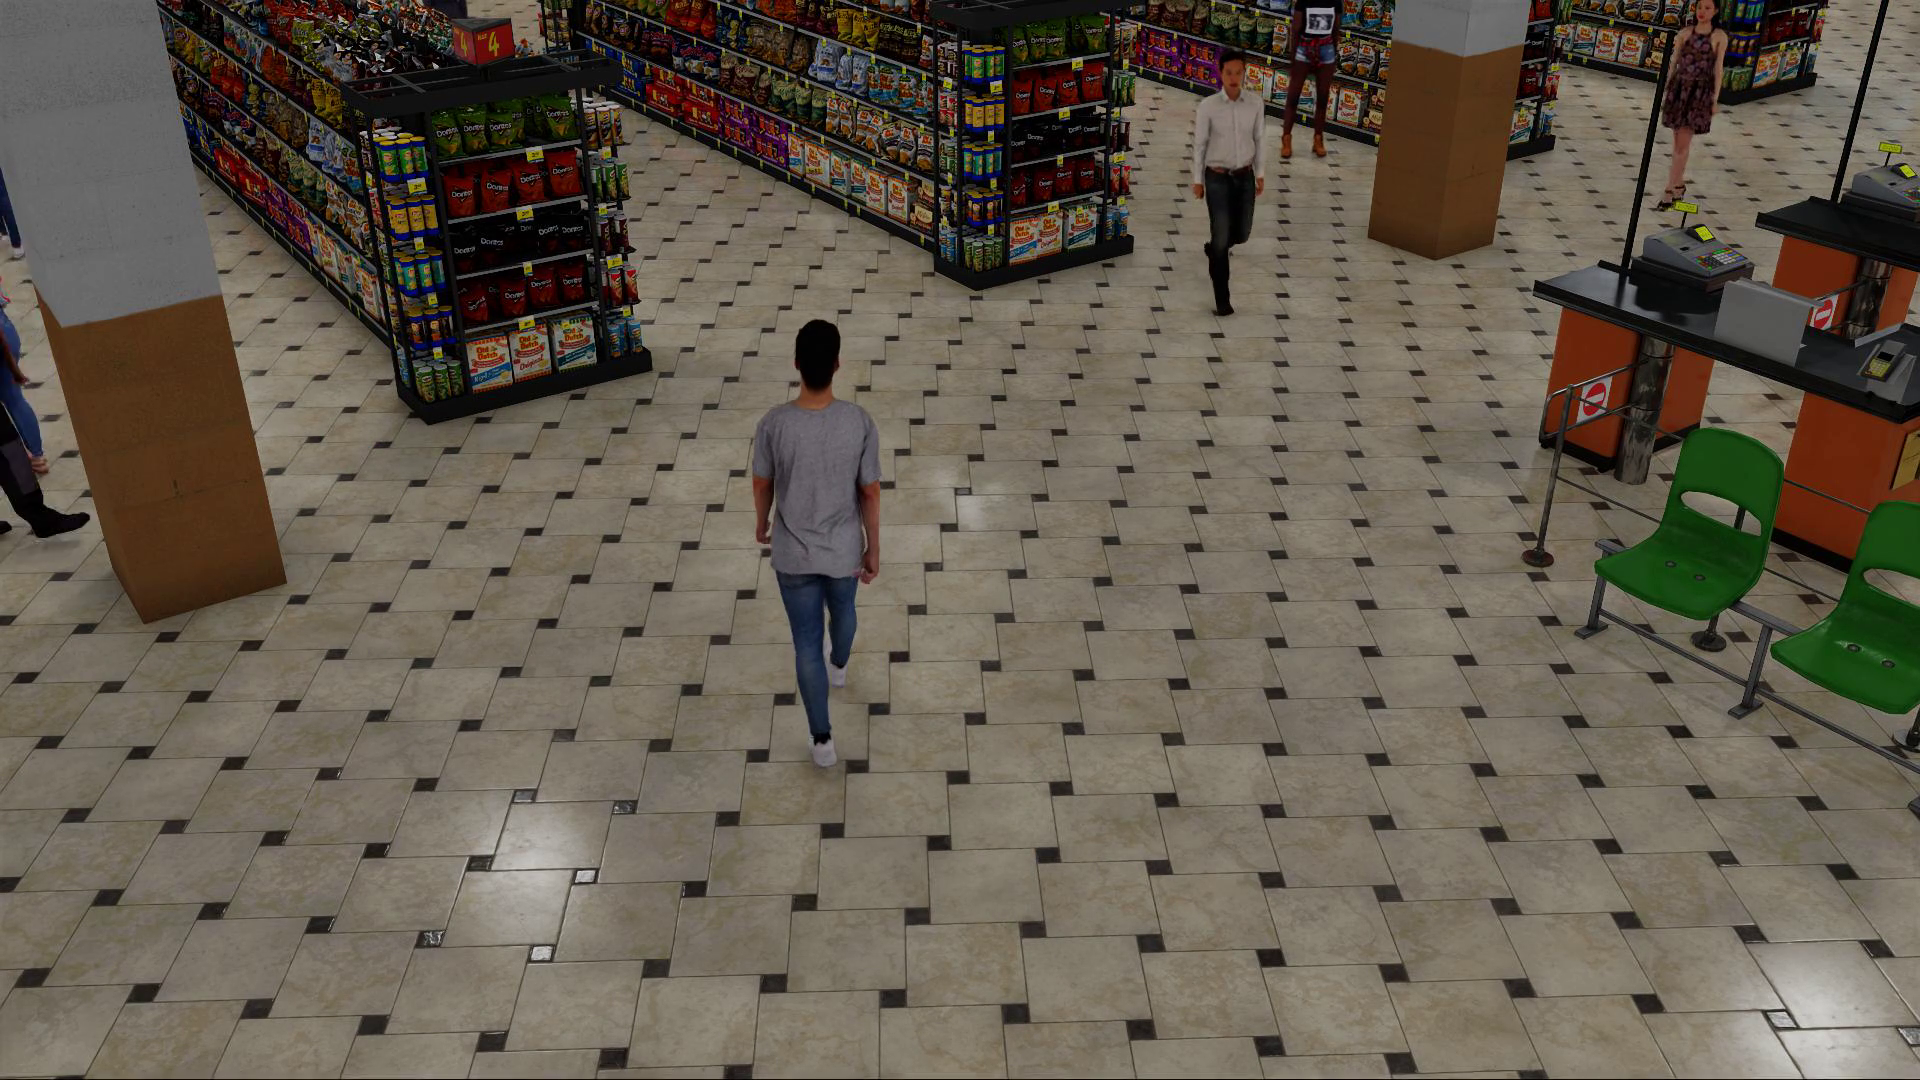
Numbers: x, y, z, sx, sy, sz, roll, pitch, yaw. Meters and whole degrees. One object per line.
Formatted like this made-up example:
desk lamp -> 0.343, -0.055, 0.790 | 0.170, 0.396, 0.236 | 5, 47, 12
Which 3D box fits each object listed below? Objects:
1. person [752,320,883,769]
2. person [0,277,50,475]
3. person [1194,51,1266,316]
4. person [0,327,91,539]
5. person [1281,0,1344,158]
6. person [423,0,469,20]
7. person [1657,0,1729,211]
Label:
person -> -0.583, 0.067, 6.885 | 0.963, 1.849, 1.261 | -7, 29, -12
person -> -5.341, -1.086, 9.257 | 0.768, 1.599, 0.706 | 4, 29, 8
person -> 1.881, -2.545, 11.727 | 0.918, 1.794, 1.125 | -5, 29, -9
person -> -5.225, -0.842, 8.583 | 1.030, 1.817, 1.046 | -1, 29, -2
person -> 3.207, -4.357, 15.121 | 0.710, 1.722, 0.749 | -1, 29, -1
person -> -5.142, -5.203, 16.683 | 0.598, 1.710, 0.527 | -16, 32, -26
person -> 6.055, -3.622, 13.740 | 0.771, 1.755, 0.779 | 24, 37, 37
